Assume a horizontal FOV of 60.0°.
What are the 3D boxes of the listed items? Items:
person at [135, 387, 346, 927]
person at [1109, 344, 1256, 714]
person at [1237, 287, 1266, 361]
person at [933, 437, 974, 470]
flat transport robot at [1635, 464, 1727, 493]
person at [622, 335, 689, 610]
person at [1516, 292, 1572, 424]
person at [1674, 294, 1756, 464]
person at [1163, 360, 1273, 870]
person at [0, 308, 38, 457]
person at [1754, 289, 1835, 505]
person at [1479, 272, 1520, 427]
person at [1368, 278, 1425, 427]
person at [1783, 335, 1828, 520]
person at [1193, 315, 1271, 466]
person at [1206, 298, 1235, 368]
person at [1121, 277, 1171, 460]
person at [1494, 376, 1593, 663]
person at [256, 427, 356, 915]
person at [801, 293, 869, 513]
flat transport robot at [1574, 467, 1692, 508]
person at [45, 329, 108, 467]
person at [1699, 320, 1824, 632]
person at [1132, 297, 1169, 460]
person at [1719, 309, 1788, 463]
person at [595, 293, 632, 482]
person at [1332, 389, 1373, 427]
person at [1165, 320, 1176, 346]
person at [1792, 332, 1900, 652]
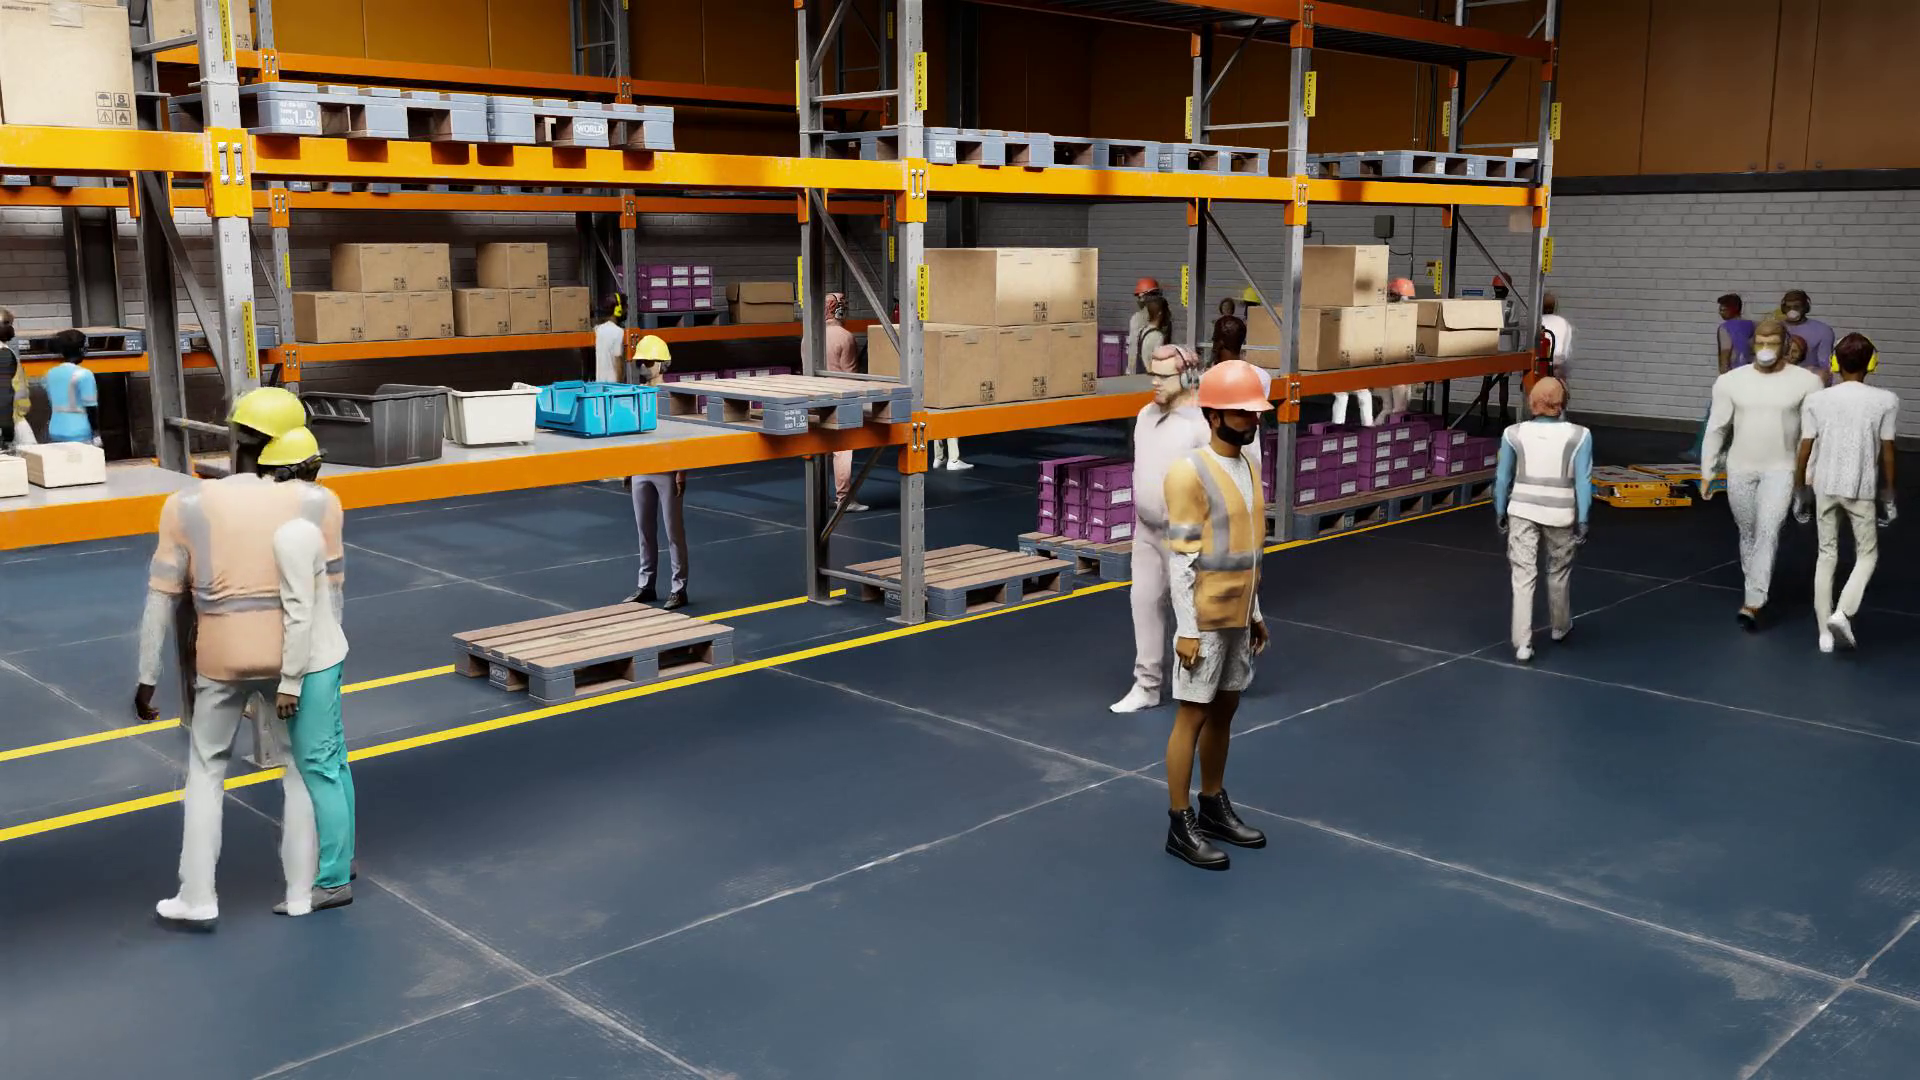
[{"bbox_3d":[-2.499,0.419,5.847,0.707,1.896,0.393,-4,11,-21],"label":"person"},{"bbox_3d":[1.143,-0.056,8.412,0.748,1.879,0.644,-7,13,-34],"label":"person"},{"bbox_3d":[3.053,-1.807,17.991,0.959,1.861,0.584,4,11,22],"label":"person"},{"bbox_3d":[-0.092,-1.655,17.149,0.311,1.865,0.532,-8,13,-37],"label":"person"},{"bbox_3d":[6.977,-0.577,15.622,1.431,0.197,0.652,-1,11,-8],"label":"flat transport robot"},{"bbox_3d":[-1.971,-0.435,10.758,0.525,1.772,0.308,5,12,26],"label":"person"},{"bbox_3d":[6.325,-1.776,17.978,0.635,1.808,0.906,-3,11,-18],"label":"person"},{"bbox_3d":[8.015,-1.649,17.310,0.657,1.792,0.820,-5,12,-27],"label":"person"},{"bbox_3d":[1.012,0.279,6.401,0.362,1.939,0.543,9,14,40],"label":"person"},{"bbox_3d":[-7.728,-0.983,13.600,0.648,1.819,0.669,8,13,37],"label":"person"},{"bbox_3d":[7.475,-1.289,14.965,0.653,1.931,0.405,6,12,30],"label":"person"},{"bbox_3d":[6.796,-2.397,20.993,0.544,1.939,0.354,8,13,37],"label":"person"},{"bbox_3d":[4.435,-1.680,16.972,0.442,1.970,0.615,-6,12,-30],"label":"person"},{"bbox_3d":[6.746,-0.865,13.510,0.522,1.618,0.631,6,12,31],"label":"person"},{"bbox_3d":[1.660,-0.423,10.286,0.592,1.920,0.392,-8,13,-37],"label":"person"},{"bbox_3d":[3.408,-2.286,21.255,0.521,1.625,0.556,3,11,14],"label":"person"},{"bbox_3d":[1.888,-1.674,16.945,0.618,1.979,0.431,-10,14,-44],"label":"person"},{"bbox_3d":[3.351,-0.136,9.550,0.543,1.596,0.836,5,12,27],"label":"person"},{"bbox_3d":[-2.358,0.448,5.955,0.312,1.769,0.525,-3,11,-13],"label":"person"},{"bbox_3d":[-1.079,-1.190,14.498,0.639,1.909,0.409,9,14,42],"label":"person"},{"bbox_3d":[5.993,-0.502,15.213,0.652,0.197,1.431,-2,11,-8],"label":"flat transport robot"},{"bbox_3d":[-6.992,-0.815,13.079,0.543,1.676,0.458,5,12,26],"label":"person"},{"bbox_3d":[4.907,-0.402,10.259,0.648,1.881,1.020,7,13,34],"label":"person"},{"bbox_3d":[1.834,-1.358,15.624,0.403,1.830,0.593,-2,11,-10],"label":"person"},{"bbox_3d":[8.013,-1.449,16.436,0.796,1.712,0.494,4,11,22],"label":"person"},{"bbox_3d":[-3.381,-1.473,16.206,0.406,1.857,0.531,-9,14,-40],"label":"person"},{"bbox_3d":[4.381,-1.876,18.387,0.596,1.848,0.901,10,14,43],"label":"person"},{"bbox_3d":[2.077,-1.512,17.118,0.837,1.585,0.509,-5,12,-25],"label":"person"},{"bbox_3d":[5.062,-0.252,9.517,0.558,1.856,0.489,8,13,37],"label":"person"}]
